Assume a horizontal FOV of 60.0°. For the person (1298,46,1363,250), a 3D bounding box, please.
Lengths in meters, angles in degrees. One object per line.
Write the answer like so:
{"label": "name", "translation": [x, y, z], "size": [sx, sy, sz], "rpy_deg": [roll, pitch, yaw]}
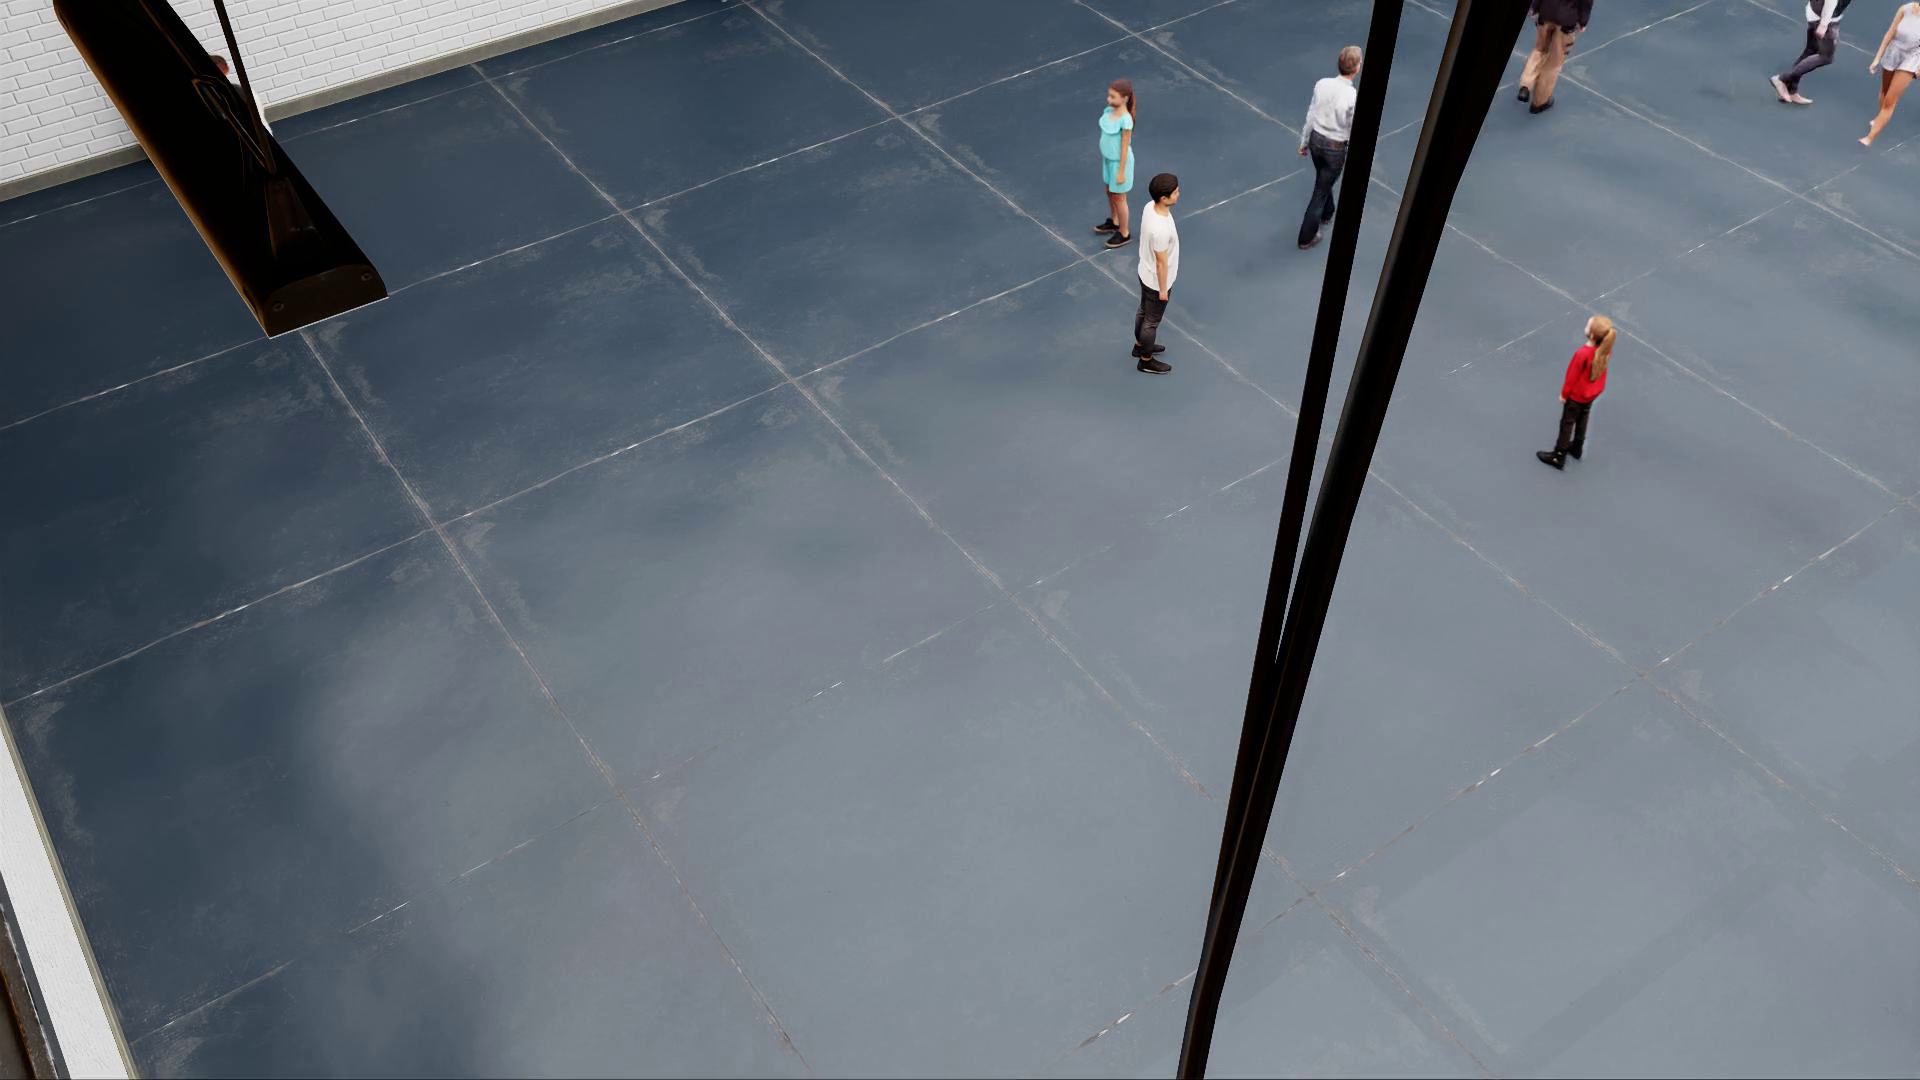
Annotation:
{"label": "person", "translation": [3.088, -3.300, 14.133], "size": [1.014, 1.794, 0.786], "rpy_deg": [-34, 53, -31]}

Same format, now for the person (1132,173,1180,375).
{"label": "person", "translation": [1.518, -2.086, 12.910], "size": [0.706, 1.722, 0.705], "rpy_deg": [-3, 44, -4]}

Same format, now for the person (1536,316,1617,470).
{"label": "person", "translation": [4.557, -1.095, 12.191], "size": [0.407, 1.280, 0.535], "rpy_deg": [-26, 49, -25]}

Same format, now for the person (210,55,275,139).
{"label": "person", "translation": [-5.977, -3.197, 13.936], "size": [0.715, 1.918, 0.838], "rpy_deg": [-3, 44, -3]}

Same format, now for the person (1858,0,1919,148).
{"label": "person", "translation": [8.849, -4.510, 15.576], "size": [1.089, 1.556, 0.661], "rpy_deg": [-33, 52, -30]}

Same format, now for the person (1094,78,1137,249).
{"label": "person", "translation": [1.354, -3.253, 14.258], "size": [0.606, 1.554, 0.603], "rpy_deg": [-13, 45, -13]}

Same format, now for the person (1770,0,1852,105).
{"label": "person", "translation": [8.175, -5.006, 15.912], "size": [0.926, 1.809, 0.848], "rpy_deg": [15, 46, 15]}

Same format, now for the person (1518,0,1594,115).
{"label": "person", "translation": [5.620, -4.919, 15.744], "size": [0.771, 1.916, 0.783], "rpy_deg": [34, 53, 30]}
